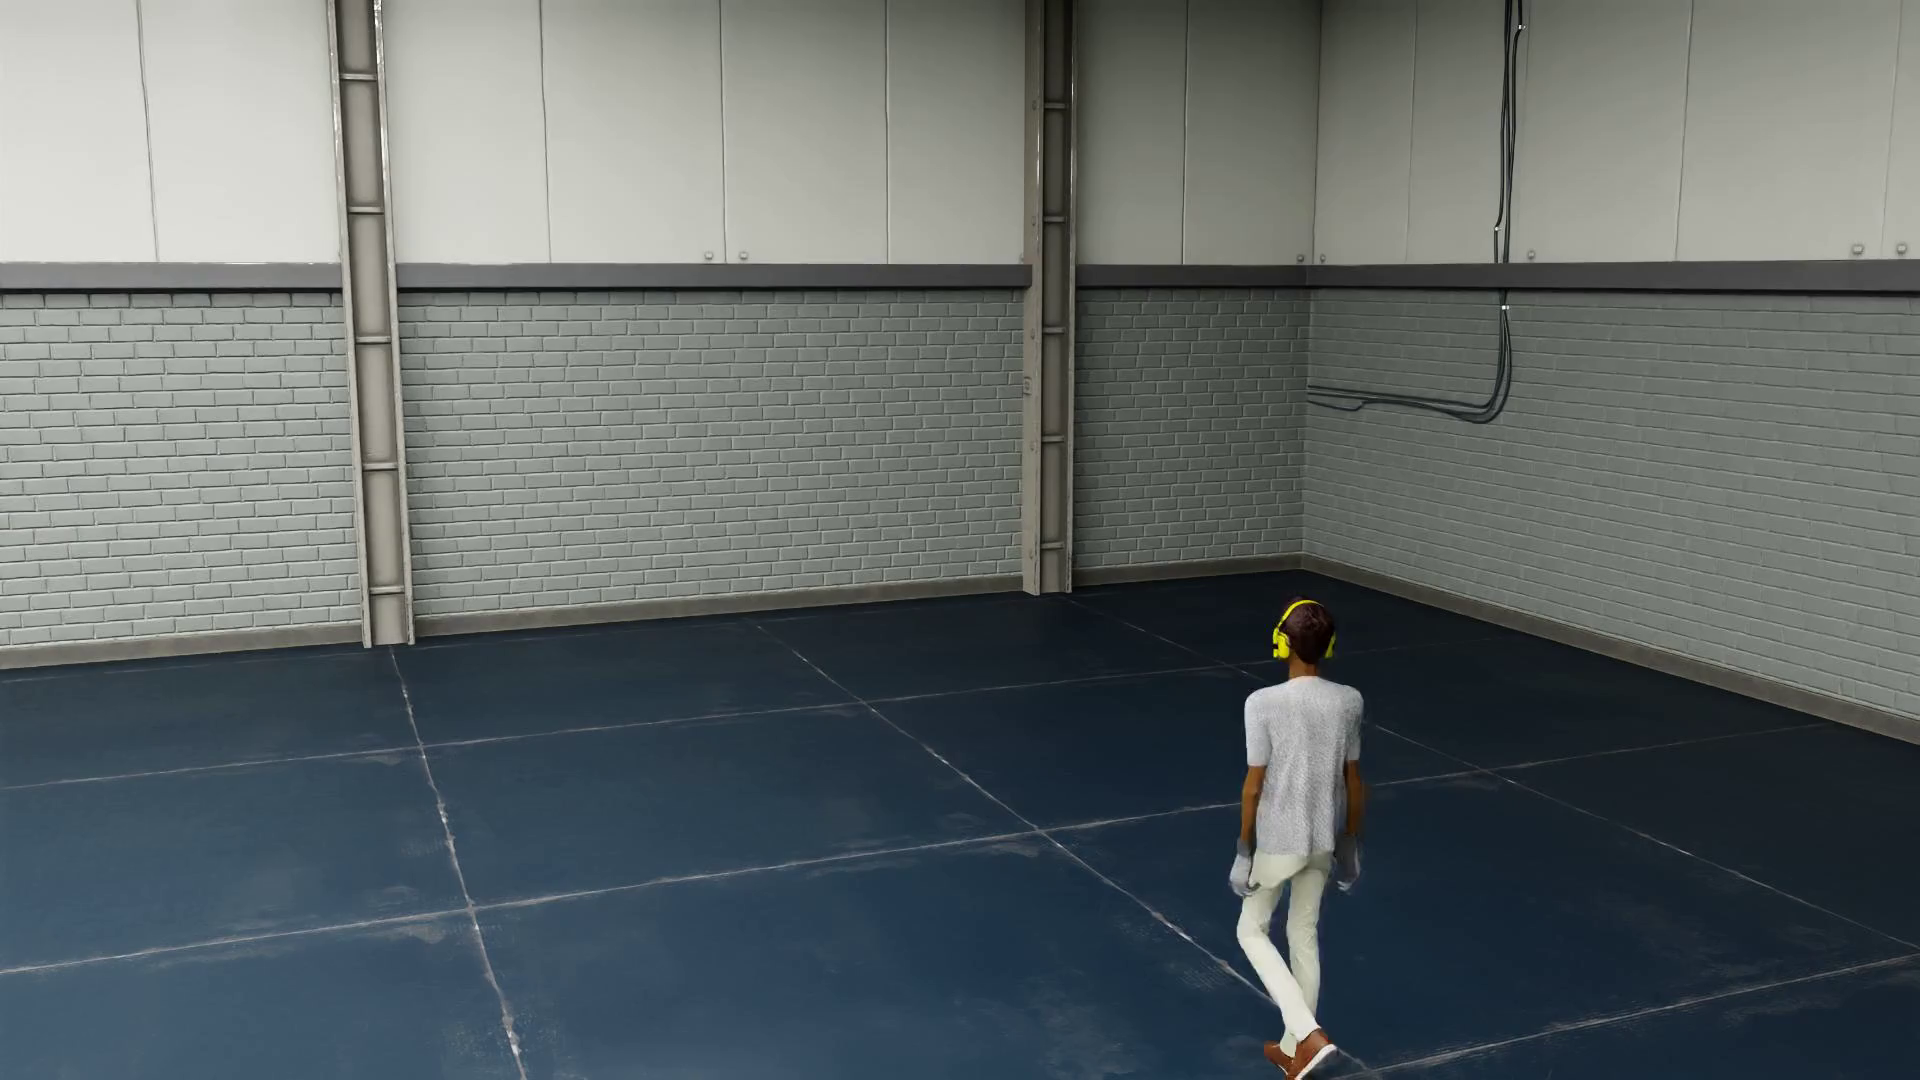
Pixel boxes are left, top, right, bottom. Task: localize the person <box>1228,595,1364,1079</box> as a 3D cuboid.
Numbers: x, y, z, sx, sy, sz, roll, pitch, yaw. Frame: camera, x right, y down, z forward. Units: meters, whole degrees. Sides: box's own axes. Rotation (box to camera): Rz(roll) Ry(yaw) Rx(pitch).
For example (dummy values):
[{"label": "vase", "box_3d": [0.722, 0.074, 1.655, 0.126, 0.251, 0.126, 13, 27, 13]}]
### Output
[{"label": "person", "box_3d": [1.260, 1.138, 6.131, 0.539, 1.861, 0.488, -3, 10, -20]}]
